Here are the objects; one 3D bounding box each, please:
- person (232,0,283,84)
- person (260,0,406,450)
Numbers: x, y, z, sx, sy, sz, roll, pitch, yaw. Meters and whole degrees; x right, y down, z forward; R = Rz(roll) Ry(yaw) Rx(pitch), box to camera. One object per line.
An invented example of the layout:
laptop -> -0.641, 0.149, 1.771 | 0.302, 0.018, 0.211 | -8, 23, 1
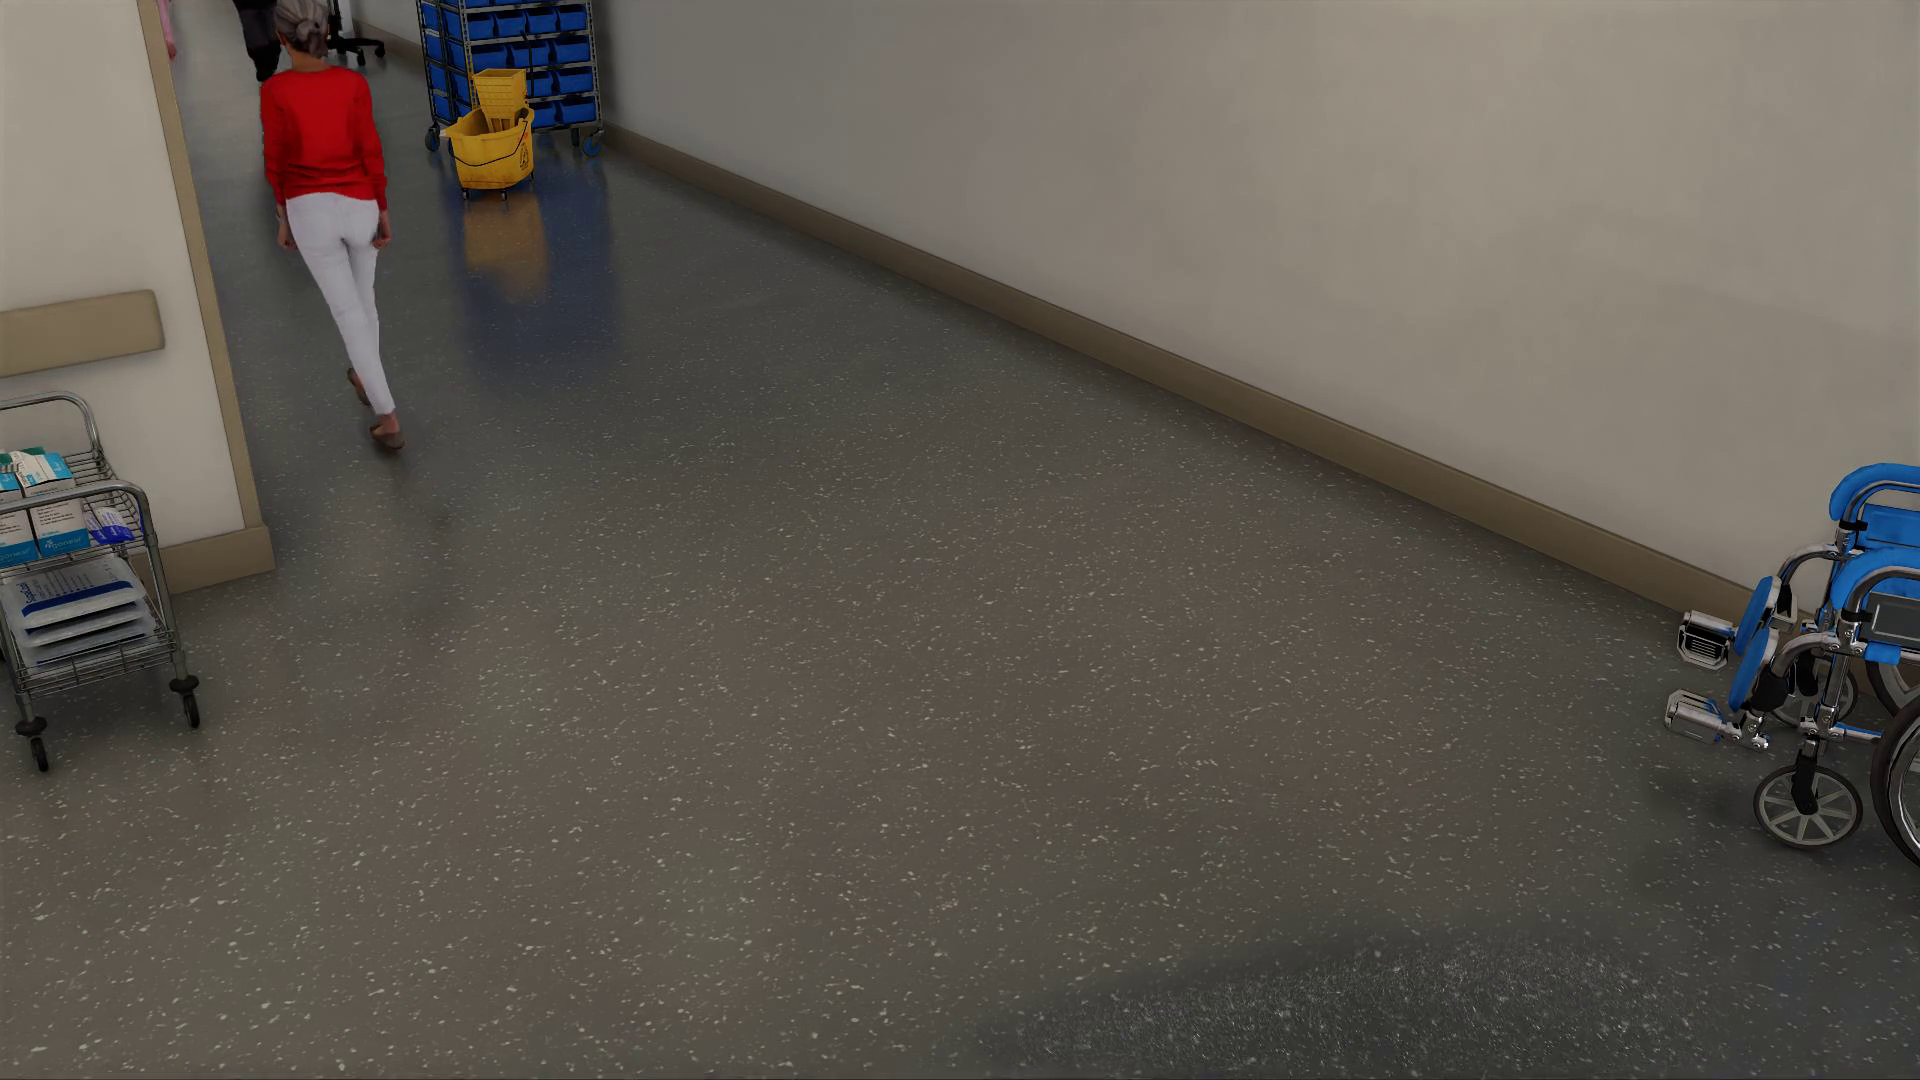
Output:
person -> -5.543, -4.522, 12.918 | 1.012, 1.908, 0.795 | -15, 29, -28
person -> -2.280, -1.123, 6.151 | 0.896, 1.662, 0.598 | -17, 31, -32
